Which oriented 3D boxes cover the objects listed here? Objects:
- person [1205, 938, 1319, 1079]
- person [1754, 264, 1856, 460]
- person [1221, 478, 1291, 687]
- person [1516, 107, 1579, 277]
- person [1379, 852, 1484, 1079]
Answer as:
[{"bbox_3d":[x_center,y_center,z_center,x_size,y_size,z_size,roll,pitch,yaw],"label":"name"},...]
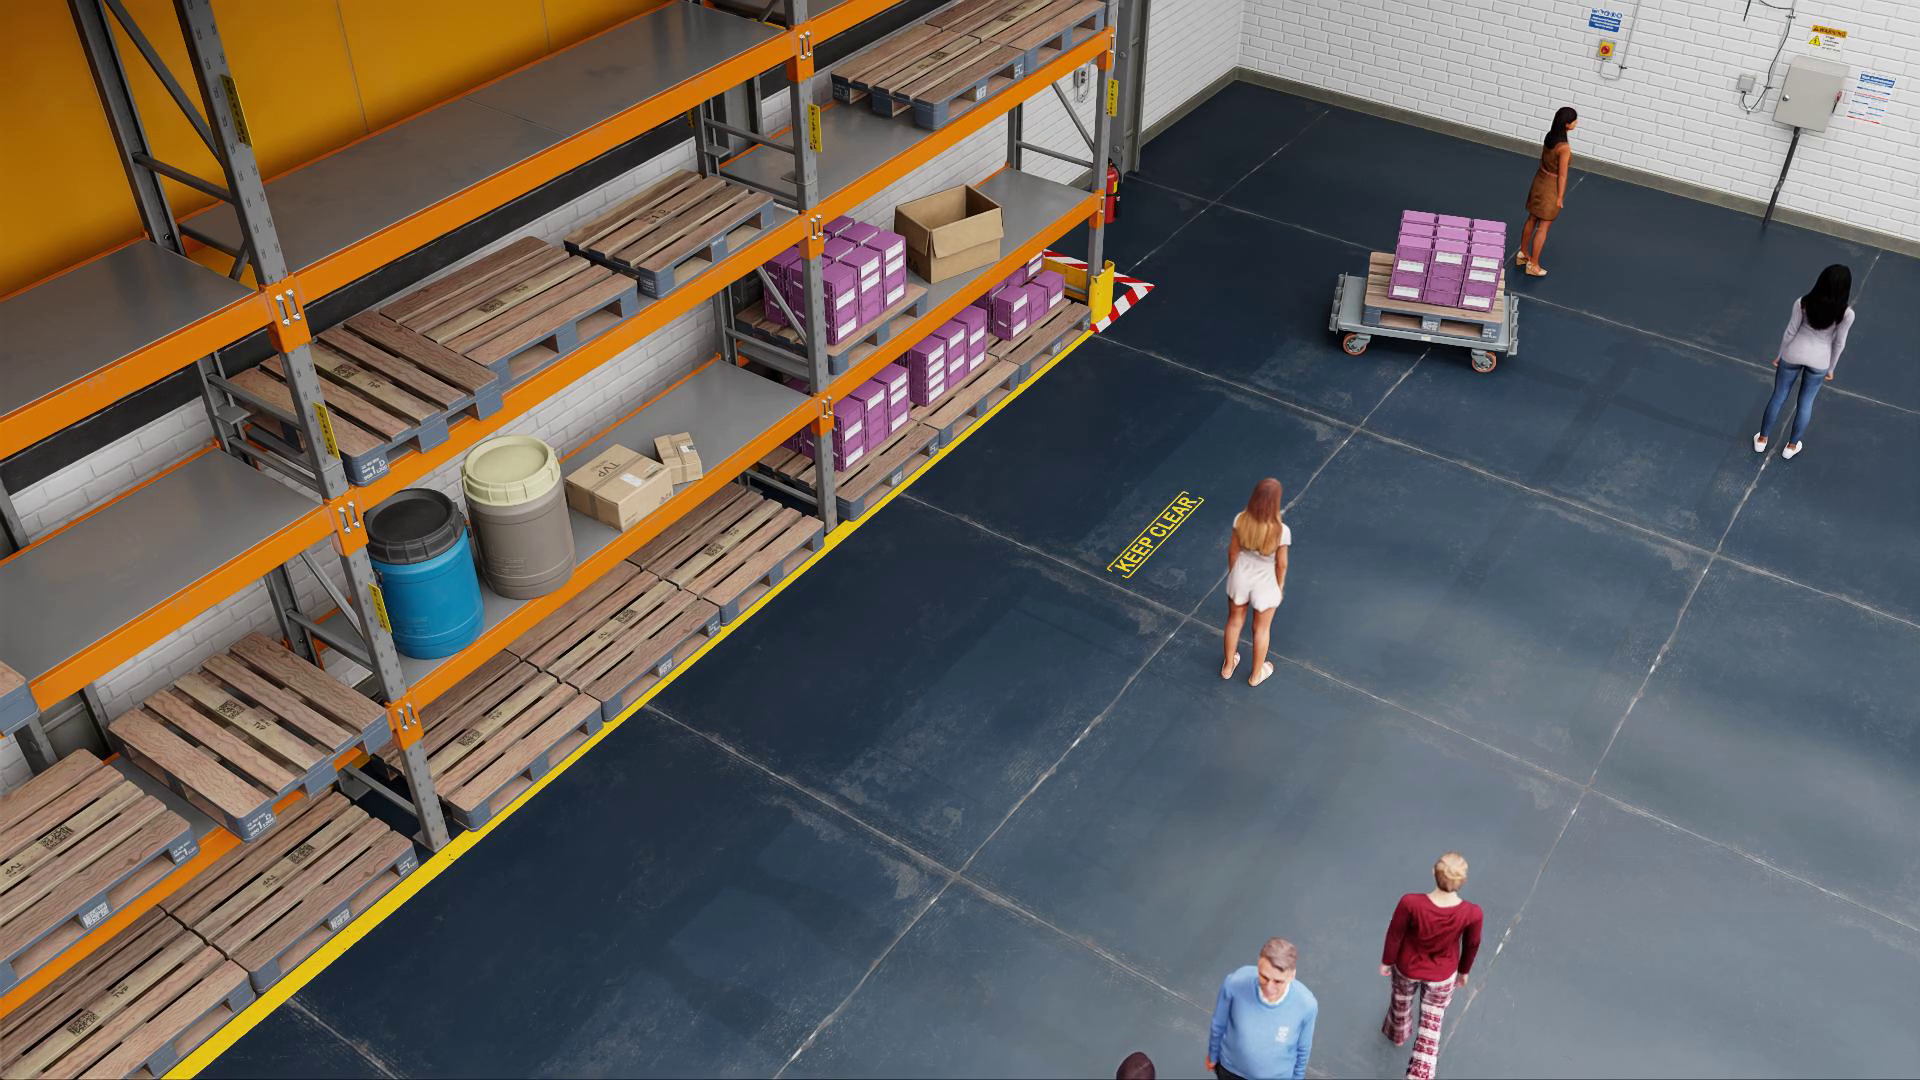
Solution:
[{"bbox_3d":[1.498,2.602,8.373,0.713,1.820,0.662,12,40,15],"label":"person"},{"bbox_3d":[6.869,-1.453,13.518,0.626,1.735,0.543,19,43,23],"label":"person"},{"bbox_3d":[2.010,0.288,11.369,0.575,1.696,0.568,21,43,24],"label":"person"},{"bbox_3d":[5.631,-3.348,15.927,0.698,1.689,0.638,-6,39,-8],"label":"person"},{"bbox_3d":[2.481,2.305,8.852,0.831,1.686,0.995,7,39,9],"label":"person"}]
